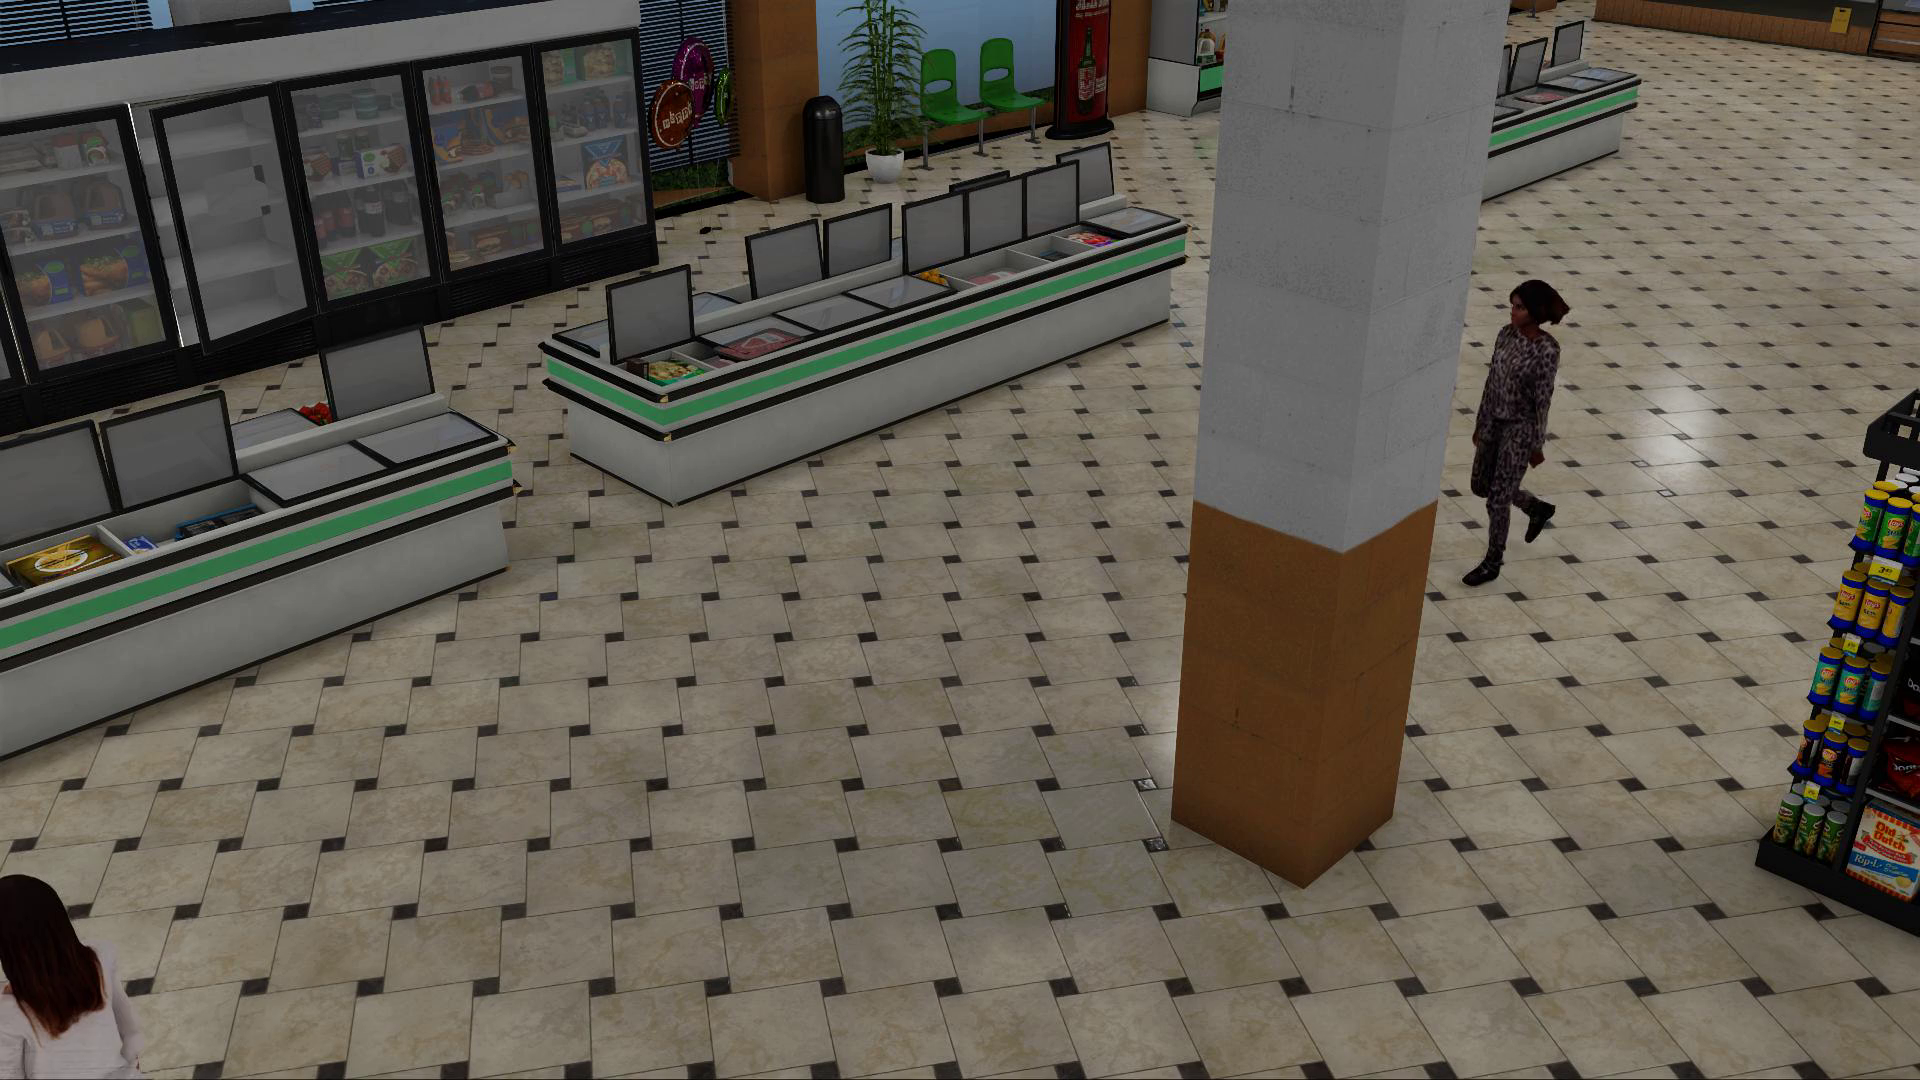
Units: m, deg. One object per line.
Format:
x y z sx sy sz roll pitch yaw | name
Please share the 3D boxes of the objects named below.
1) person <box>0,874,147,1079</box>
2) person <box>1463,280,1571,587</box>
-2.380 1.651 4.627 0.935 1.670 1.029 9 28 18 | person
3.034 -0.590 9.008 0.974 1.704 0.801 -13 30 -24 | person
